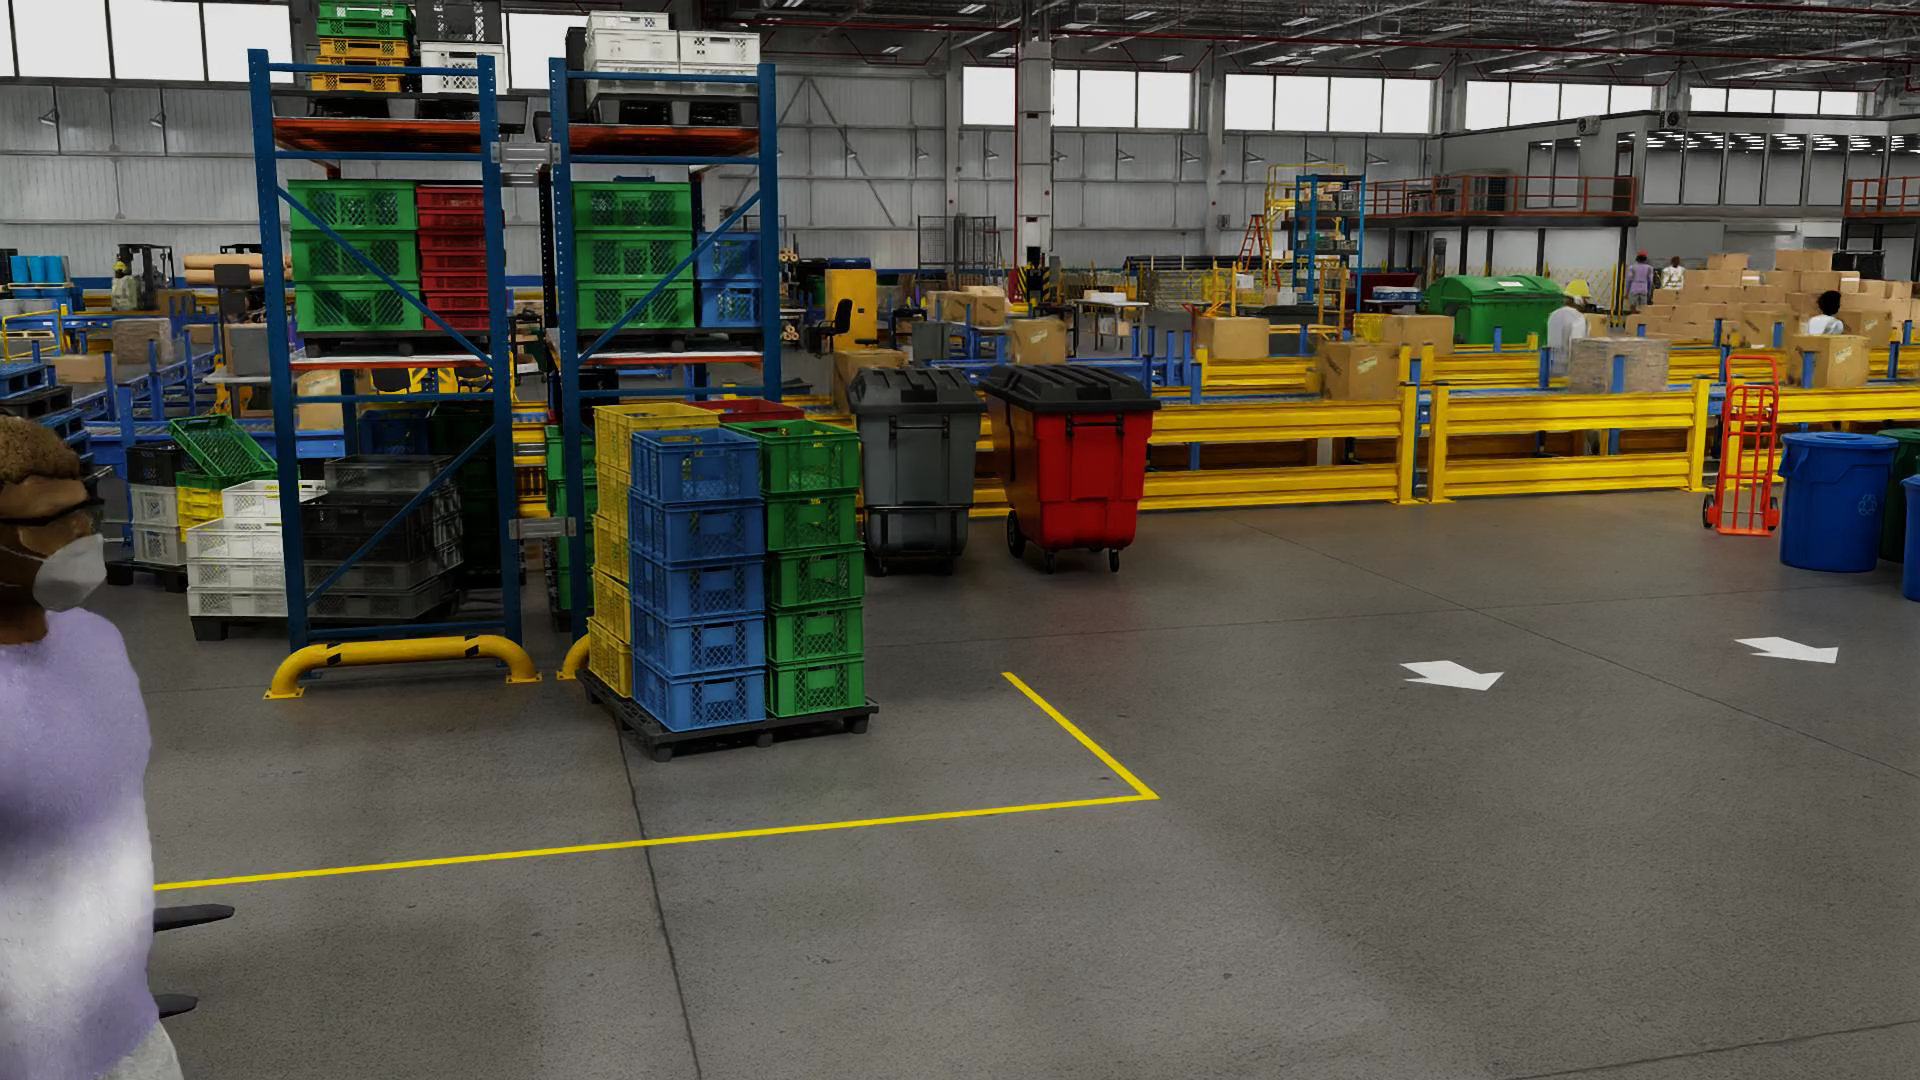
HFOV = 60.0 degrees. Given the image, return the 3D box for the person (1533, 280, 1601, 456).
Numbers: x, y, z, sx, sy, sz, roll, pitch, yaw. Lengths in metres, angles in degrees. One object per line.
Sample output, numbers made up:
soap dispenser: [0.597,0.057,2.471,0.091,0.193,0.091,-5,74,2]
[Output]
person: [6.205,-1.726,16.803,0.919,1.780,0.607,-2,10,-14]

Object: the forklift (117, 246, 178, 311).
forklift: [-19.966,-6.232,40.894,1.157,1.987,2.680,-3,10,-15]

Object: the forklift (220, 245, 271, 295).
forklift: [-17.749,-6.334,41.440,1.157,1.987,2.680,-3,10,-17]

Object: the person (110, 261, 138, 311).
person: [-17.558,-4.934,34.896,0.608,1.815,0.422,4,11,23]

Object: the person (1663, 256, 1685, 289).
person: [19.663,-6.890,45.814,0.602,1.870,0.446,-1,10,-4]

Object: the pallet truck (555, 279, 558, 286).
pallet truck: [-10.604,-6.375,44.520,0.653,1.274,1.630,-3,10,-15]

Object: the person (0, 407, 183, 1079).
person: [-1.388,0.761,2.378,0.738,1.919,0.633,0,10,1]

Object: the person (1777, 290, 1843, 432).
person: [9.435,-1.920,18.306,0.886,1.655,0.540,-2,10,-12]

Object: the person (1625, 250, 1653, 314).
person: [16.900,-6.190,41.408,0.612,2.036,0.407,1,10,5]
